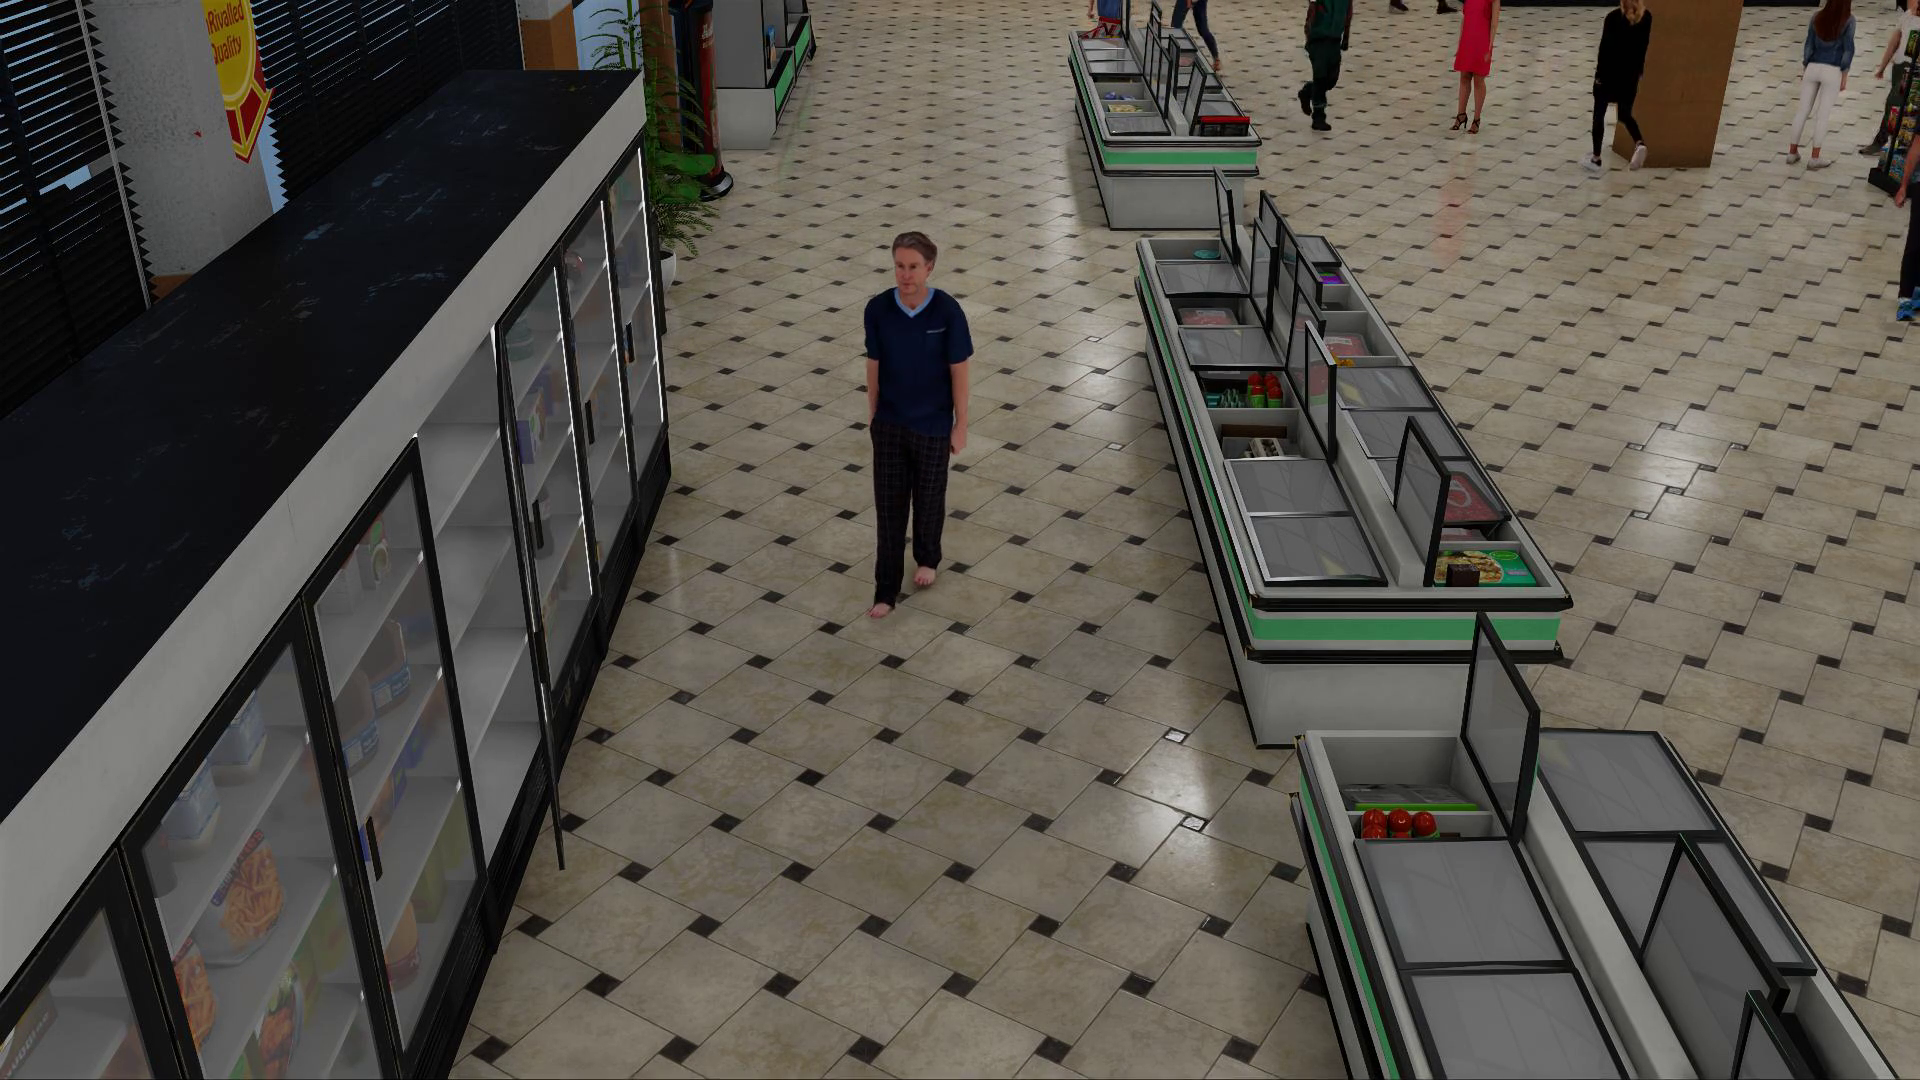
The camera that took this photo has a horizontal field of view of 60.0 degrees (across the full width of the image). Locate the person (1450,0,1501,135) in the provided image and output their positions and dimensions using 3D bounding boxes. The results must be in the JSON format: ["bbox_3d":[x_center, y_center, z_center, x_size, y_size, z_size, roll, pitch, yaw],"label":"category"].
[{"bbox_3d":[5.252,-5.019,16.882,0.727,1.728,0.644,-18,32,-31],"label":"person"}]

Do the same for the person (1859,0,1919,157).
[{"bbox_3d":[9.190,-4.524,16.013,0.753,1.632,0.837,-5,27,-10],"label":"person"}]

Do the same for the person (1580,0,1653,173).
[{"bbox_3d":[6.071,-4.204,15.217,0.744,1.781,1.089,-5,27,-9],"label":"person"}]

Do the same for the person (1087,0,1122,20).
[{"bbox_3d":[1.772,-6.187,19.340,1.109,1.588,1.221,20,33,34],"label":"person"}]

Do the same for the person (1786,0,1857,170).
[{"bbox_3d":[8.121,-4.383,15.656,0.746,1.703,0.651,-19,32,-32],"label":"person"}]

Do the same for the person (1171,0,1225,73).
[{"bbox_3d":[2.805,-6.304,19.396,1.097,1.746,1.183,-24,35,-38],"label":"person"}]

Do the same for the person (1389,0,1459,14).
[{"bbox_3d":[6.457,-8.249,23.199,1.159,1.776,1.231,16,31,28],"label":"person"}]

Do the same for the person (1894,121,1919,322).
[{"bbox_3d":[6.952,-2.479,11.798,0.919,1.798,1.117,9,28,16],"label":"person"}]

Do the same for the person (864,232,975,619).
[{"bbox_3d":[-0.202,-0.599,8.040,0.769,1.843,1.058,4,27,7],"label":"person"}]

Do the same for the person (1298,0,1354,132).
[{"bbox_3d":[3.666,-5.117,16.991,0.883,1.805,1.042,-10,28,-18],"label":"person"}]
